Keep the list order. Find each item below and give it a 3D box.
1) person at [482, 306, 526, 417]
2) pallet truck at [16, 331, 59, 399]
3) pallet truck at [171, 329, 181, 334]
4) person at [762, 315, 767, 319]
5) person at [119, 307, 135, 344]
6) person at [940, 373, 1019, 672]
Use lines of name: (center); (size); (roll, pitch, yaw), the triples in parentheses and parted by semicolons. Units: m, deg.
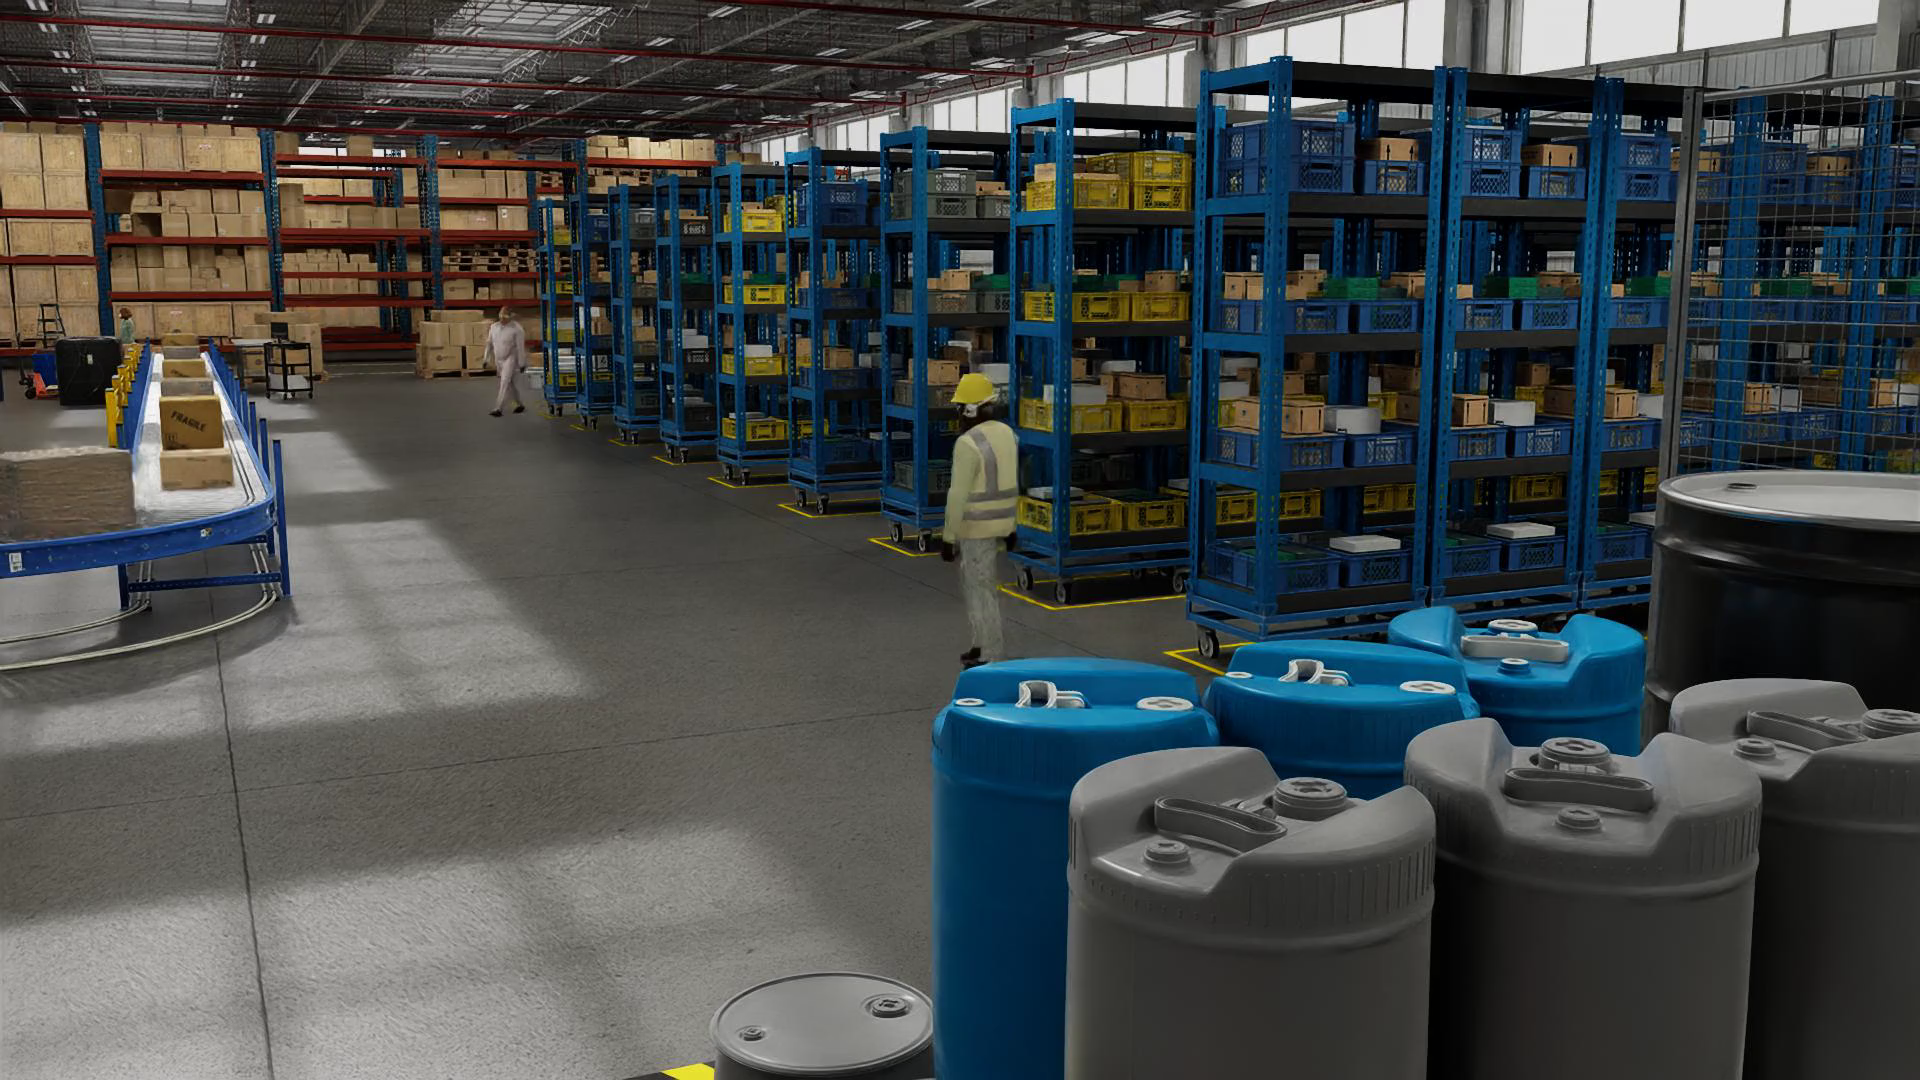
person: (-7.629, -3.016, 28.012); (0.644, 1.853, 1.043); (4, 10, 24)
pallet truck: (-17.082, -3.353, 31.781); (1.630, 1.274, 0.653); (-4, 10, -25)
pallet truck: (-17.275, -3.851, 35.096); (1.601, 1.201, 0.680); (0, 9, 1)
person: (-4.098, -4.230, 35.084); (0.397, 1.994, 0.614); (3, 10, 20)
person: (-18.425, -4.326, 36.801); (0.507, 1.630, 0.277); (8, 12, 41)
person: (0.076, -0.083, 9.884); (0.545, 1.810, 0.617); (5, 10, 29)
